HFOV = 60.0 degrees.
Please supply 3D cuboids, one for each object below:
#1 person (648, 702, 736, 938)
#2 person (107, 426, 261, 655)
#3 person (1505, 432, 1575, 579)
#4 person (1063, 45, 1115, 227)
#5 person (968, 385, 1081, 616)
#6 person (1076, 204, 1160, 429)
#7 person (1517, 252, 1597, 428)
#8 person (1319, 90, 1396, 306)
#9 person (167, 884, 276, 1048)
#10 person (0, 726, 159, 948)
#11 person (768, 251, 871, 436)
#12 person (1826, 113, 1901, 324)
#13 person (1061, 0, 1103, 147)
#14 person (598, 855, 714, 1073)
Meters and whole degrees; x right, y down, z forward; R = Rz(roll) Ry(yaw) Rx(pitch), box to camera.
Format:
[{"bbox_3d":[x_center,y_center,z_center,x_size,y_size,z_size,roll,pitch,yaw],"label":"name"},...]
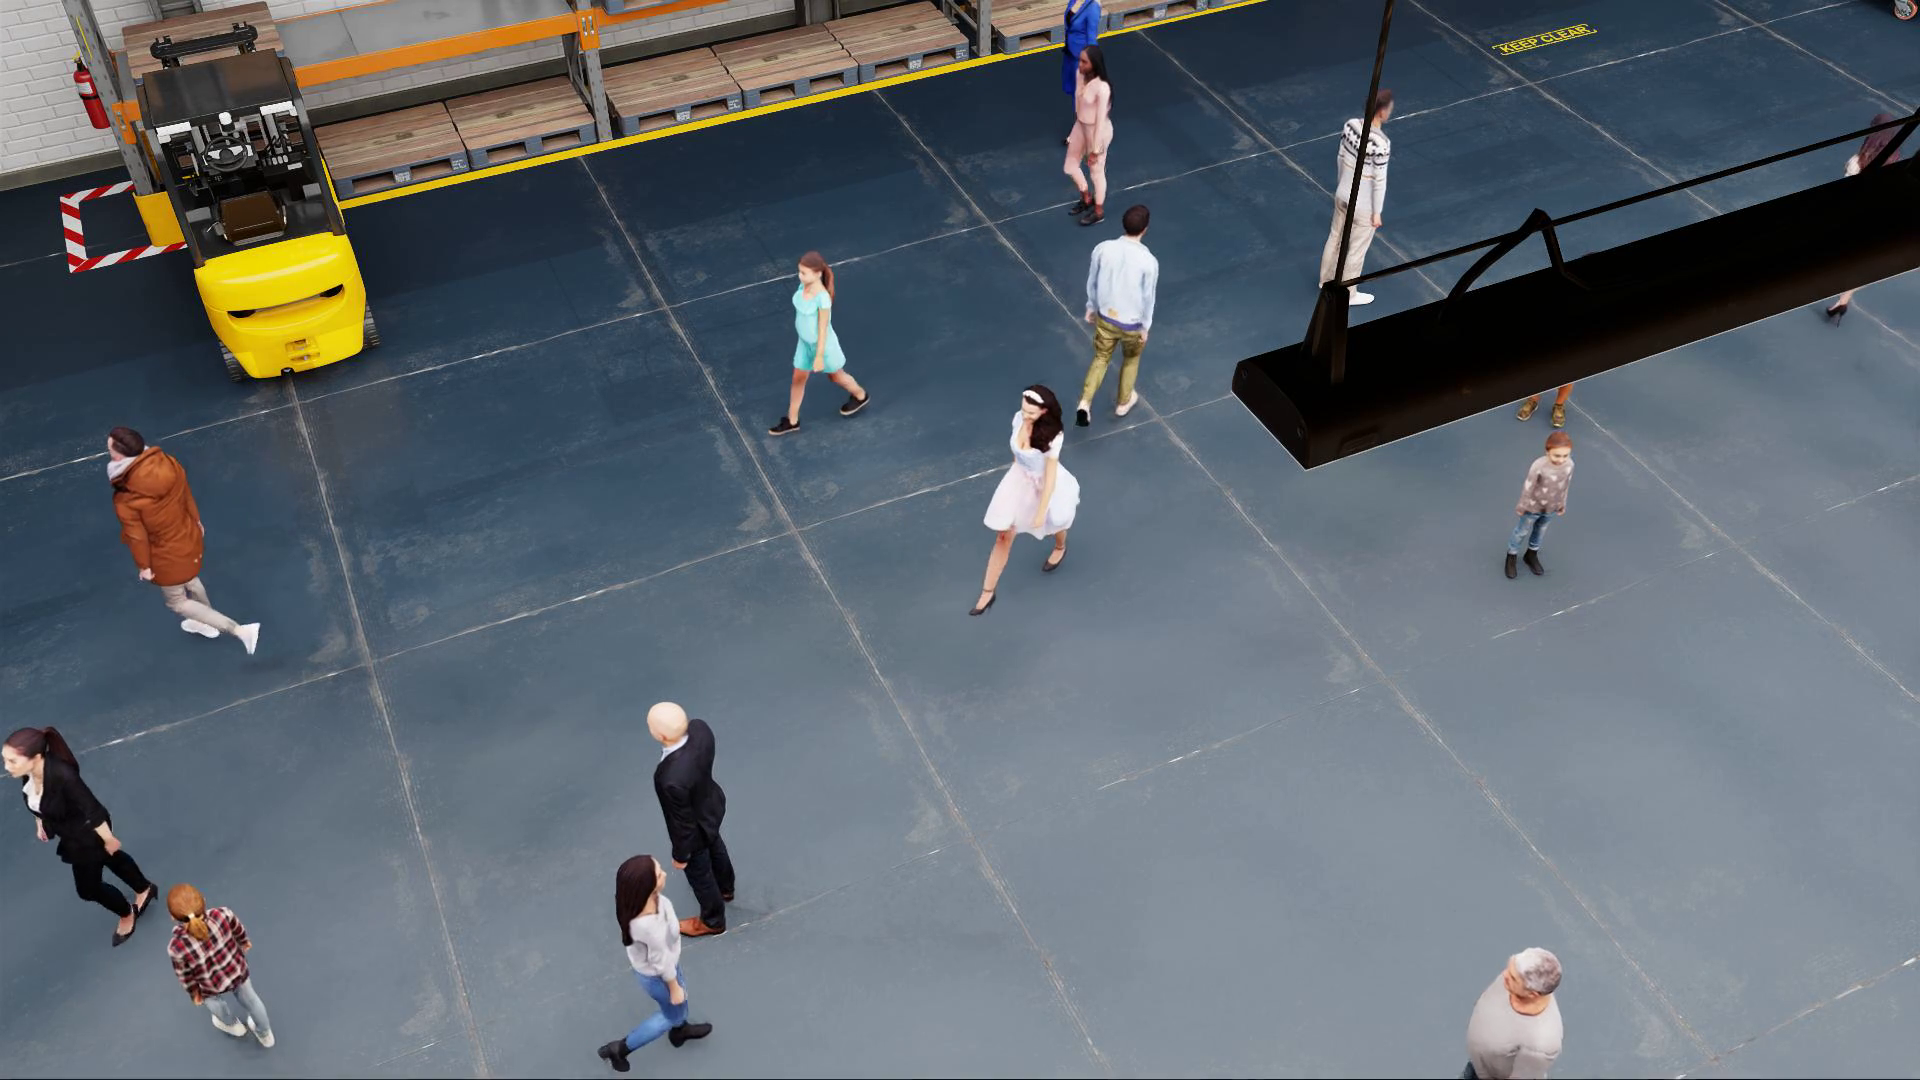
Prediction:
[{"bbox_3d":[-1.435,1.496,8.960,0.785,1.797,0.774,7,44,7],"label":"person"},{"bbox_3d":[-4.894,0.059,10.454,1.125,1.816,1.029,9,44,9],"label":"person"},{"bbox_3d":[3.933,-0.258,11.238,0.481,1.194,0.604,-5,44,-5],"label":"person"},{"bbox_3d":[1.206,-3.469,14.239,0.639,1.705,0.674,-26,49,-24],"label":"person"},{"bbox_3d":[0.561,-0.324,10.902,0.951,1.752,1.281,32,52,29],"label":"person"},{"bbox_3d":[1.147,-1.570,12.187,1.007,1.784,1.121,21,48,21],"label":"person"},{"bbox_3d":[4.511,-1.510,12.360,0.619,1.459,0.679,17,46,17],"label":"person"},{"bbox_3d":[3.203,-2.765,13.386,0.548,1.859,0.690,-20,47,-20],"label":"person"},{"bbox_3d":[-3.772,2.242,8.541,0.720,1.294,0.655,31,51,28],"label":"person"},{"bbox_3d":[-4.689,1.522,9.042,0.727,1.644,0.767,25,49,24],"label":"person"},{"bbox_3d":[-0.978,-1.467,12.271,1.092,1.520,0.634,-22,48,-22],"label":"person"},{"bbox_3d":[7.158,-2.529,13.260,1.103,1.693,0.905,-4,44,-4],"label":"person"},{"bbox_3d":[1.192,-4.449,15.280,0.751,1.687,0.621,-17,46,-17],"label":"person"},{"bbox_3d":[-1.600,2.173,8.379,0.812,1.618,0.614,-18,46,-18],"label":"person"}]
